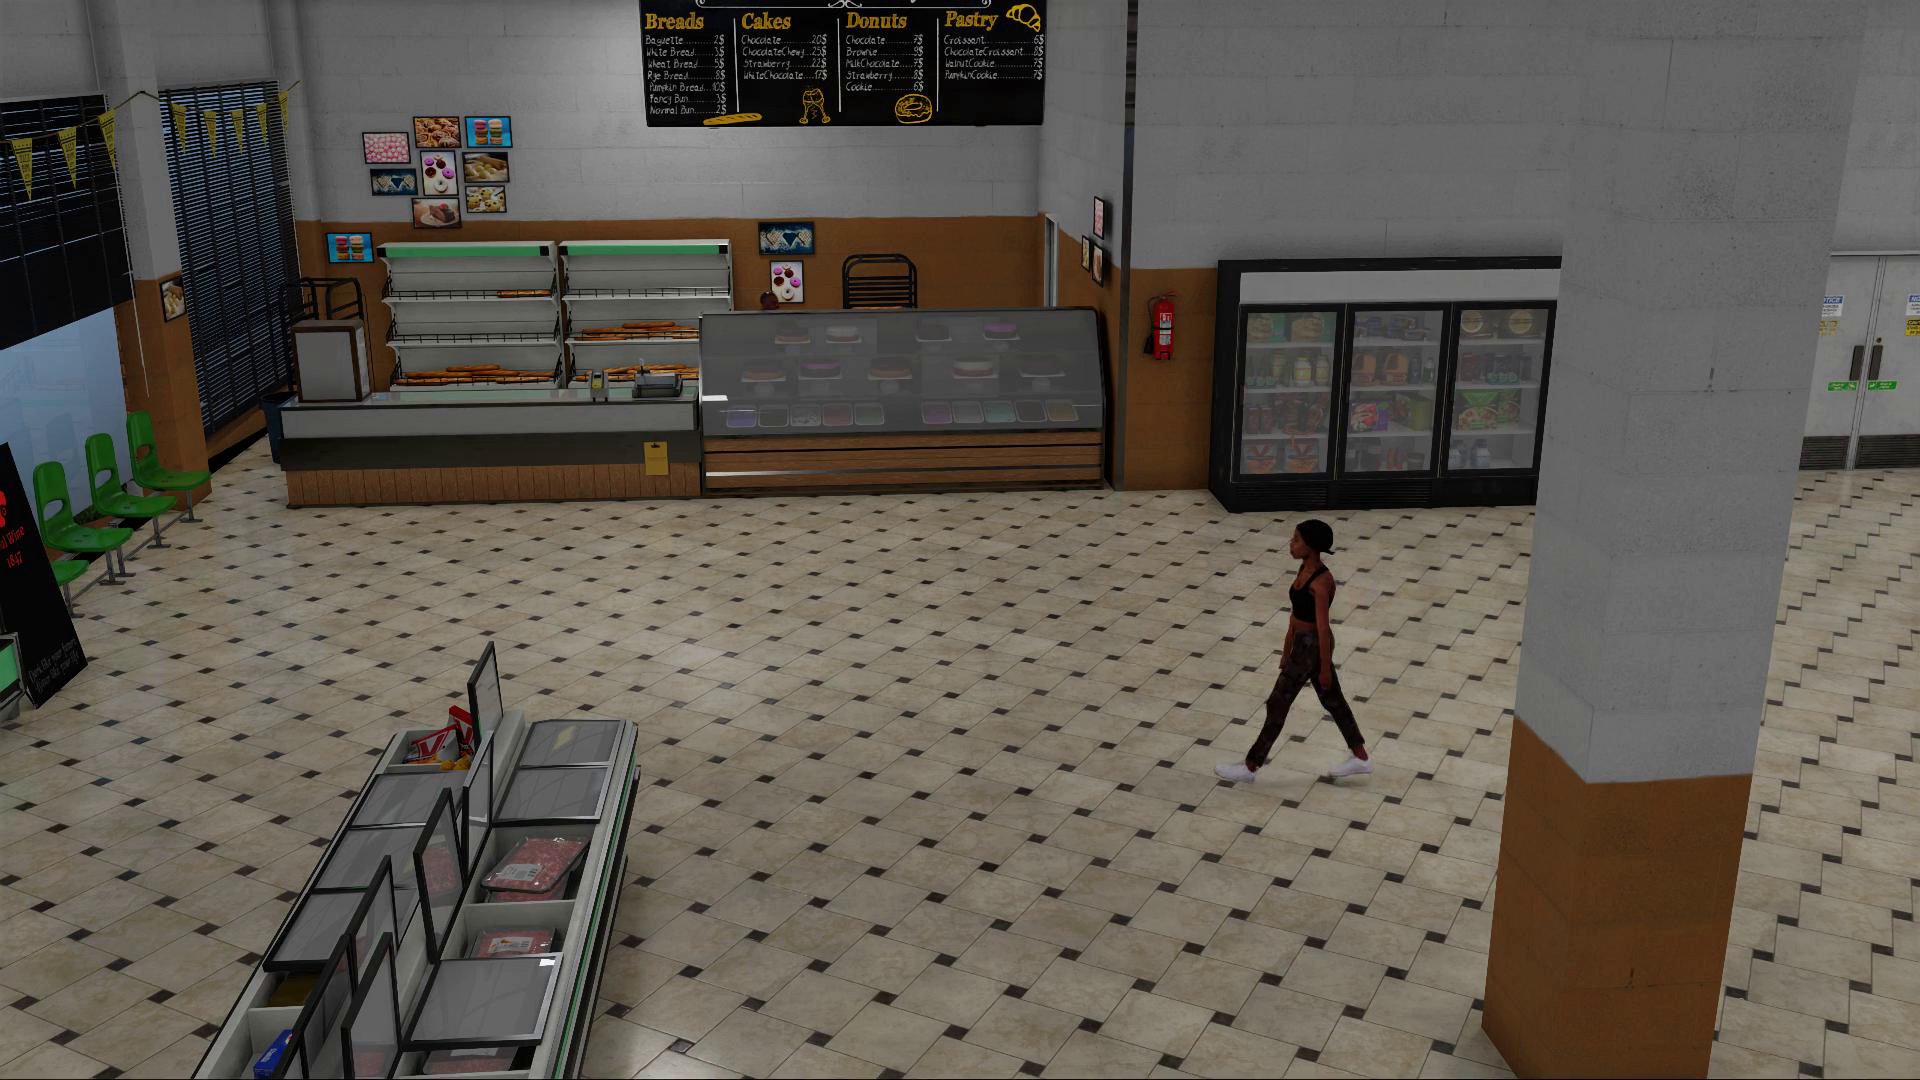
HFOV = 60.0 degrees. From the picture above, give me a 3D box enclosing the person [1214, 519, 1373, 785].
[{"bbox_3d":[2.178,0.712,9.935,0.681,1.639,1.149,0,17,-1],"label":"person"}]
